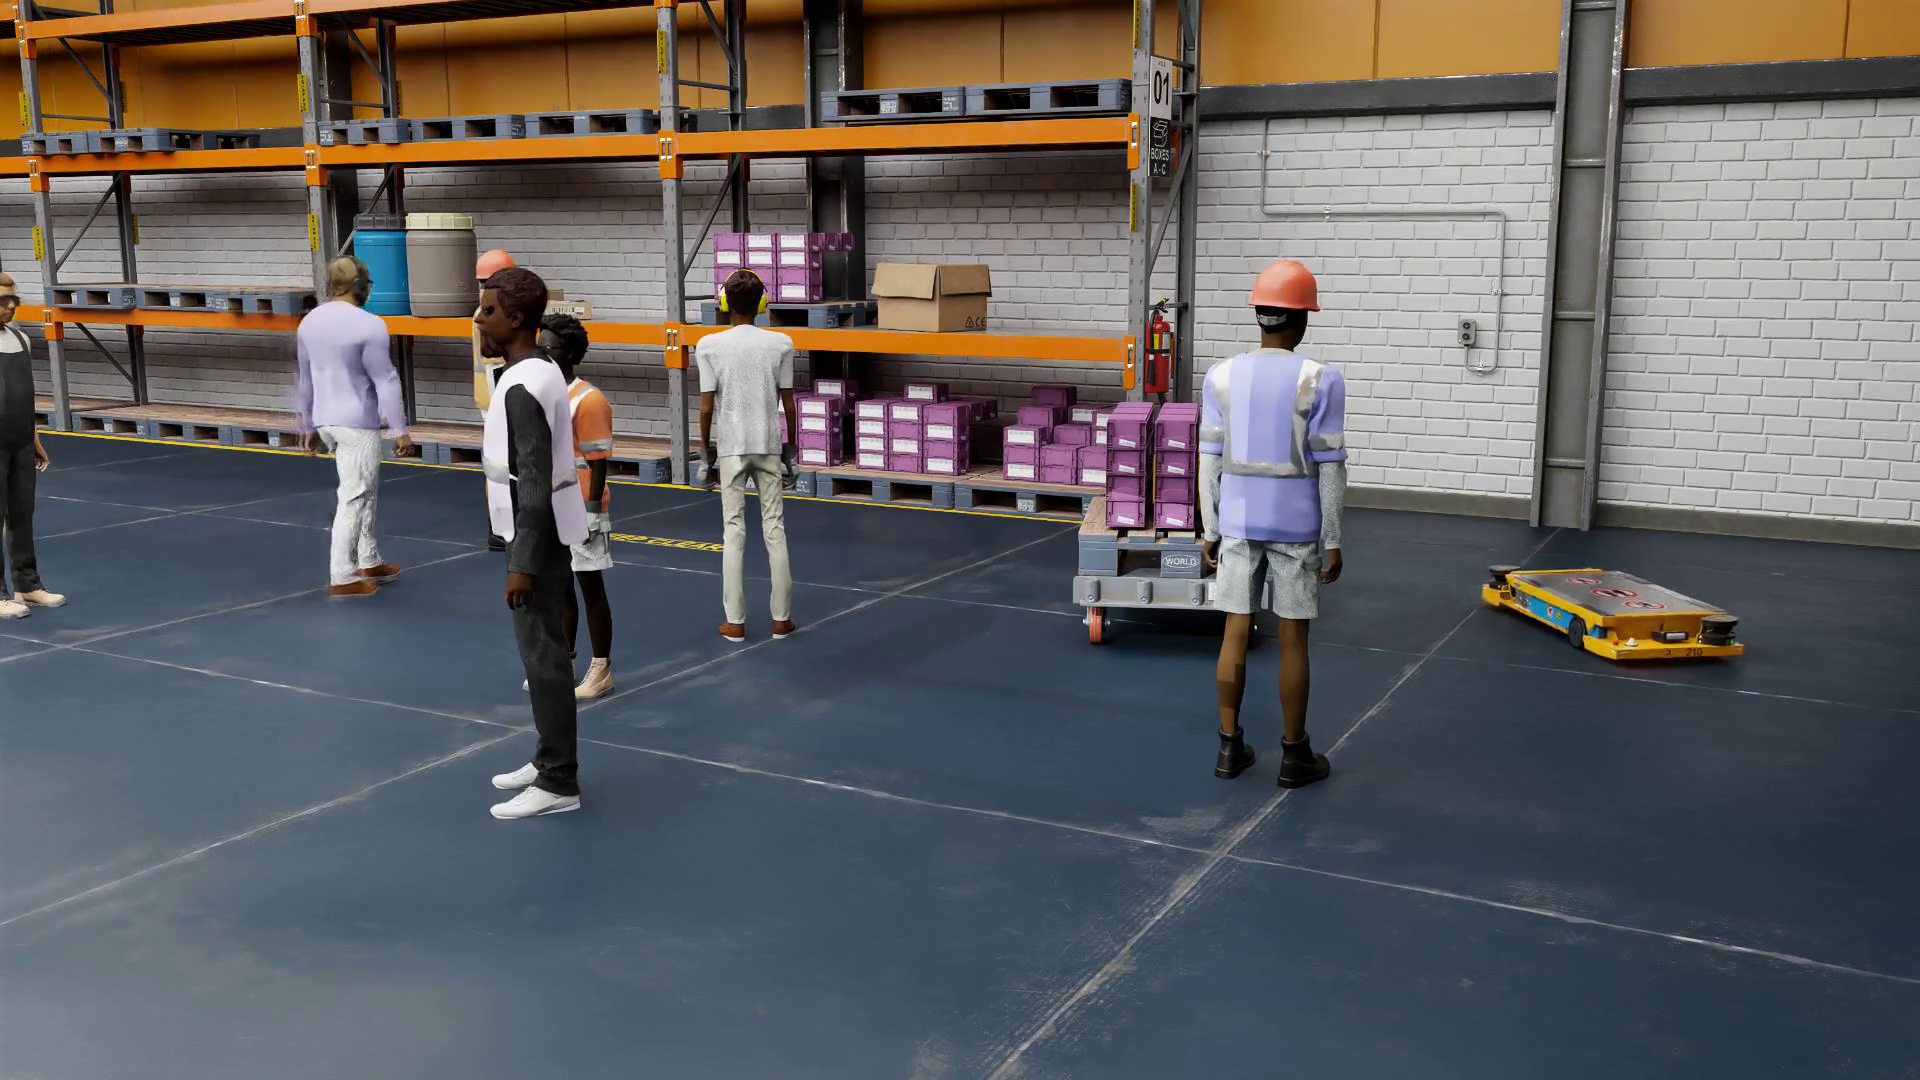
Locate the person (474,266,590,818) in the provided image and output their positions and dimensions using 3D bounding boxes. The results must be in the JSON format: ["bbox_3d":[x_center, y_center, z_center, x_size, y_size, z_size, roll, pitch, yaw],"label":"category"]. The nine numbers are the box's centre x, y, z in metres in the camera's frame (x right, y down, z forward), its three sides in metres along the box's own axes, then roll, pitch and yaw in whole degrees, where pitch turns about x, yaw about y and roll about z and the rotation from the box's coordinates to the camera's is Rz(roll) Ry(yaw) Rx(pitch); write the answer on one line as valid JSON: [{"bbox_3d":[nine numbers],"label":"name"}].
[{"bbox_3d":[-1.498,0.010,5.853,0.388,1.919,0.593,-2,11,-12],"label":"person"}]

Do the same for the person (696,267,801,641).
[{"bbox_3d":[-1.060,-0.422,8.350,0.517,1.874,0.327,-2,11,-12],"label":"person"}]

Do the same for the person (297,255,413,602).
[{"bbox_3d":[-3.341,-0.635,9.395,0.642,1.916,0.760,7,12,34],"label":"person"}]

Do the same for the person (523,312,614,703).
[{"bbox_3d":[-1.723,-0.142,7.290,0.535,1.700,0.318,9,14,40],"label":"person"}]

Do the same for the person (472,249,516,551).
[{"bbox_3d":[-2.957,-0.896,10.753,0.344,1.942,0.548,-2,11,-13],"label":"person"}]

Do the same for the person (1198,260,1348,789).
[{"bbox_3d":[1.162,-0.056,6.162,0.552,1.934,0.373,6,12,30],"label":"person"}]

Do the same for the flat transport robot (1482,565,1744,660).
[{"bbox_3d":[3.301,0.347,8.523,0.652,0.197,1.431,-1,10,-7],"label":"flat transport robot"}]

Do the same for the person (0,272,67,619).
[{"bbox_3d":[-5.112,-0.510,8.909,0.345,1.846,0.508,2,11,10],"label":"person"}]

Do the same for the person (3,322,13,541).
[{"bbox_3d":[-6.464,-0.948,10.923,0.380,2.000,0.643,4,11,23],"label":"person"}]
